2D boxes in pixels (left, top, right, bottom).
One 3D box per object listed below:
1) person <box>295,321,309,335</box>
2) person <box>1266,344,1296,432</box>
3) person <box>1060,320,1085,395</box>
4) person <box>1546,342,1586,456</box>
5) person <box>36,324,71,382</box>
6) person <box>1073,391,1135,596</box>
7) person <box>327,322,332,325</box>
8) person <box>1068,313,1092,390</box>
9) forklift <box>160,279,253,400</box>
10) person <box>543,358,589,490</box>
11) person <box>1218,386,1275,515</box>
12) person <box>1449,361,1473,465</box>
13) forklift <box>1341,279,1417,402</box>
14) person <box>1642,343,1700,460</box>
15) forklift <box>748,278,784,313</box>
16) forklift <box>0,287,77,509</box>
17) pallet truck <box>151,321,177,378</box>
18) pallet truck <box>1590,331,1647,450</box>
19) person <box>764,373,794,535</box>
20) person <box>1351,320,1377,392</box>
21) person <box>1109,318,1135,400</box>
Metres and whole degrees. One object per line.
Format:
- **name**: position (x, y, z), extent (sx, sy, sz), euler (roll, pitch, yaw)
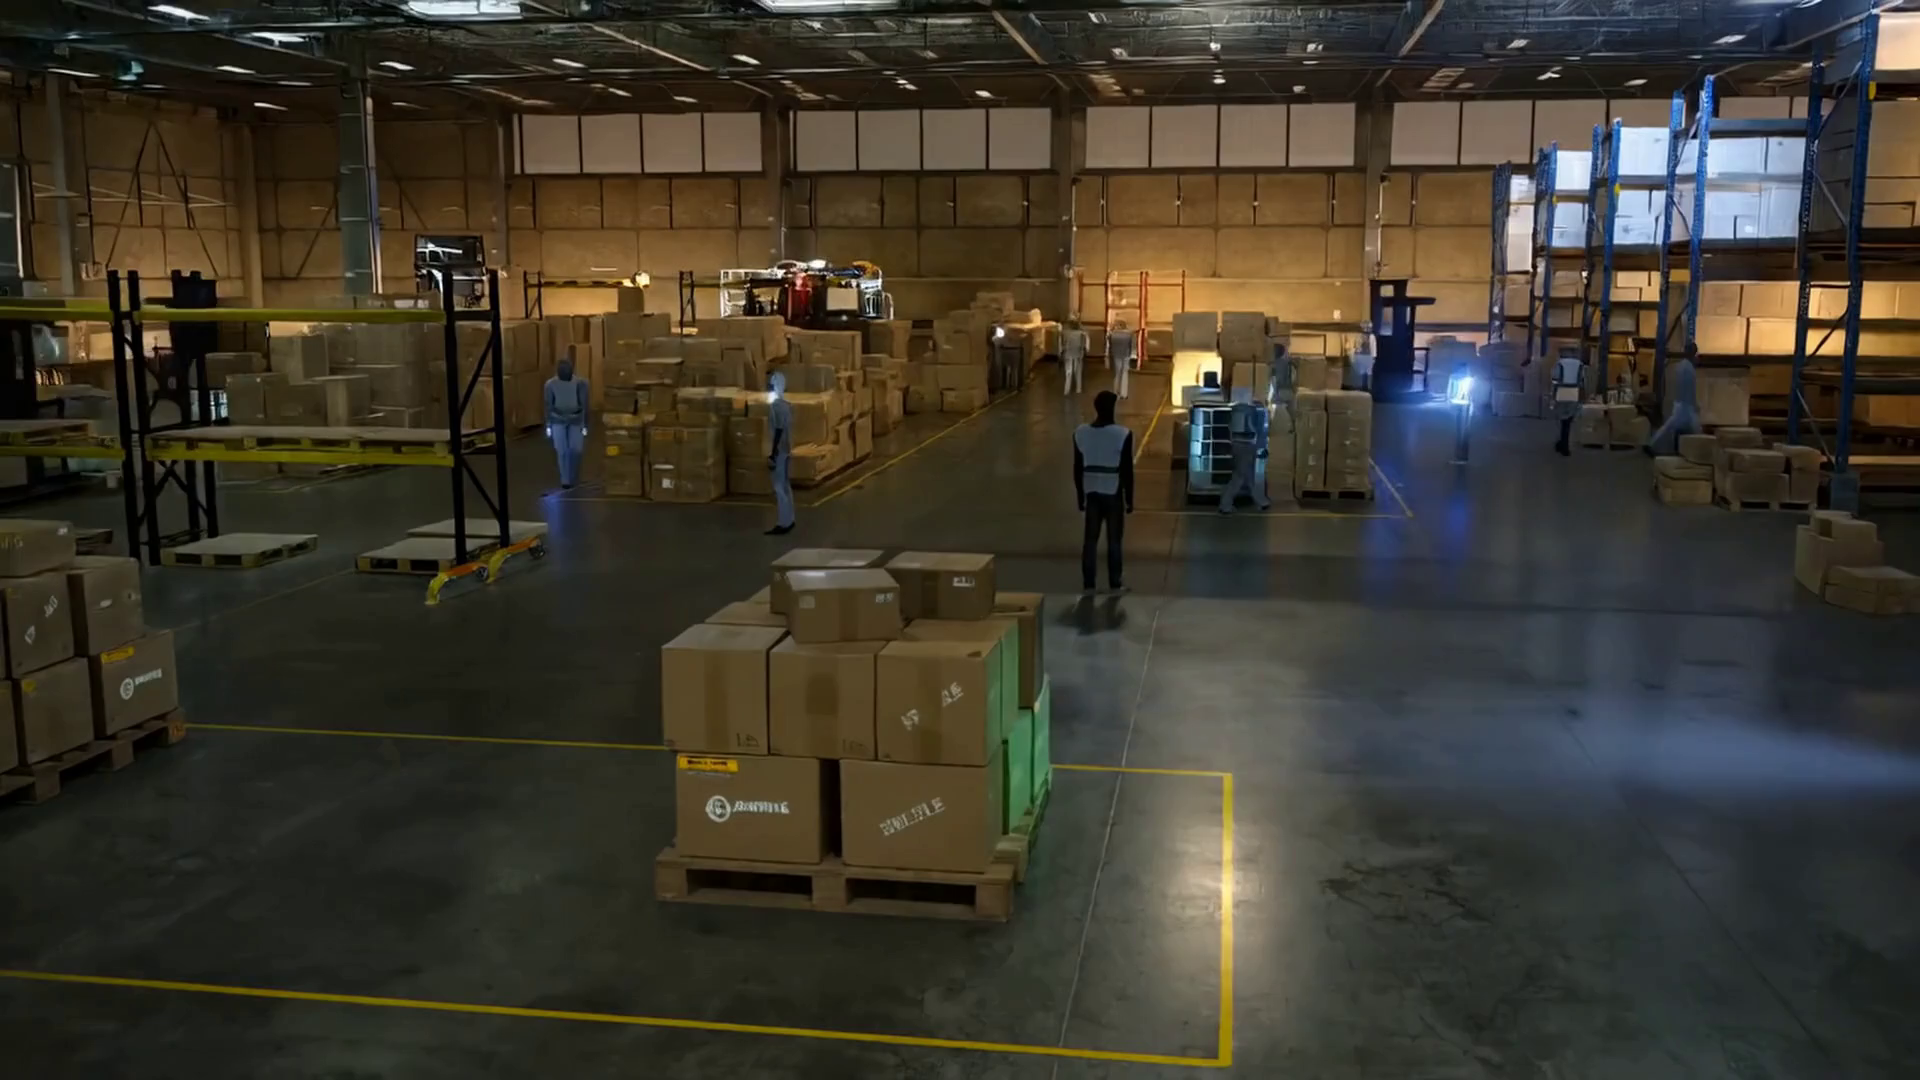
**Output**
- **person**: position (-14.759, -3.988, 37.410), extent (0.354, 1.936, 0.635), euler (0, 9, 0)
- **person**: position (6.076, -2.852, 31.265), extent (0.538, 1.659, 0.832), euler (-5, 10, -27)
- **person**: position (2.731, -4.442, 40.505), extent (0.627, 1.844, 0.429), euler (-2, 9, -13)
- **person**: position (9.988, -2.325, 27.444), extent (0.569, 1.852, 1.089), euler (0, 9, 2)
- **person**: position (-23.735, -4.915, 43.318), extent (0.617, 1.870, 1.000), euler (8, 12, 42)
- **person**: position (1.341, -0.429, 15.512), extent (0.593, 1.921, 0.392), euler (4, 10, 25)
- **person**: position (-18.665, -5.790, 49.295), extent (0.539, 1.676, 0.496), euler (-2, 9, -11)
- **person**: position (3.036, -4.762, 42.121), extent (0.633, 1.945, 0.979), euler (0, 9, -3)
- **forklift**: position (-17.615, -4.669, 38.708), extent (1.873, 2.768, 1.129), euler (1, 9, 9)
- **person**: position (-5.462, -1.609, 23.072), extent (0.634, 1.826, 0.443), euler (-2, 9, -12)
- **person**: position (3.573, -1.109, 20.722), extent (0.884, 1.591, 0.526), euler (-3, 10, -19)
- **person**: position (7.858, -1.985, 26.005), extent (0.313, 1.631, 0.525), euler (-1, 9, -3)
- **forklift**: position (9.922, -4.682, 38.792), extent (1.129, 2.768, 1.873), euler (-5, 10, -28)
- **person**: position (11.488, -2.198, 26.543), extent (1.023, 1.891, 0.649), euler (5, 10, 27)
- **forklift**: position (-5.096, -5.498, 43.826), extent (1.129, 2.768, 1.873), euler (-3, 10, -15)
- **forklift**: position (-12.421, -1.802, 21.030), extent (1.129, 2.768, 1.873), euler (1, 9, 9)
- **pallet truck**: position (-21.869, -5.598, 47.154), extent (0.823, 1.965, 1.885), euler (4, 10, 26)
- **pallet truck**: position (11.253, -2.573, 28.499), extent (0.823, 1.965, 1.885), euler (5, 10, 27)
- **person**: position (-2.088, -0.985, 19.122), extent (0.328, 1.865, 0.517), euler (2, 9, 10)
- **person**: position (9.248, -4.088, 38.116), extent (0.547, 1.917, 0.691), euler (1, 9, 7)
- **person**: position (3.832, -4.299, 39.411), extent (0.631, 1.920, 0.822), euler (0, 9, 2)
